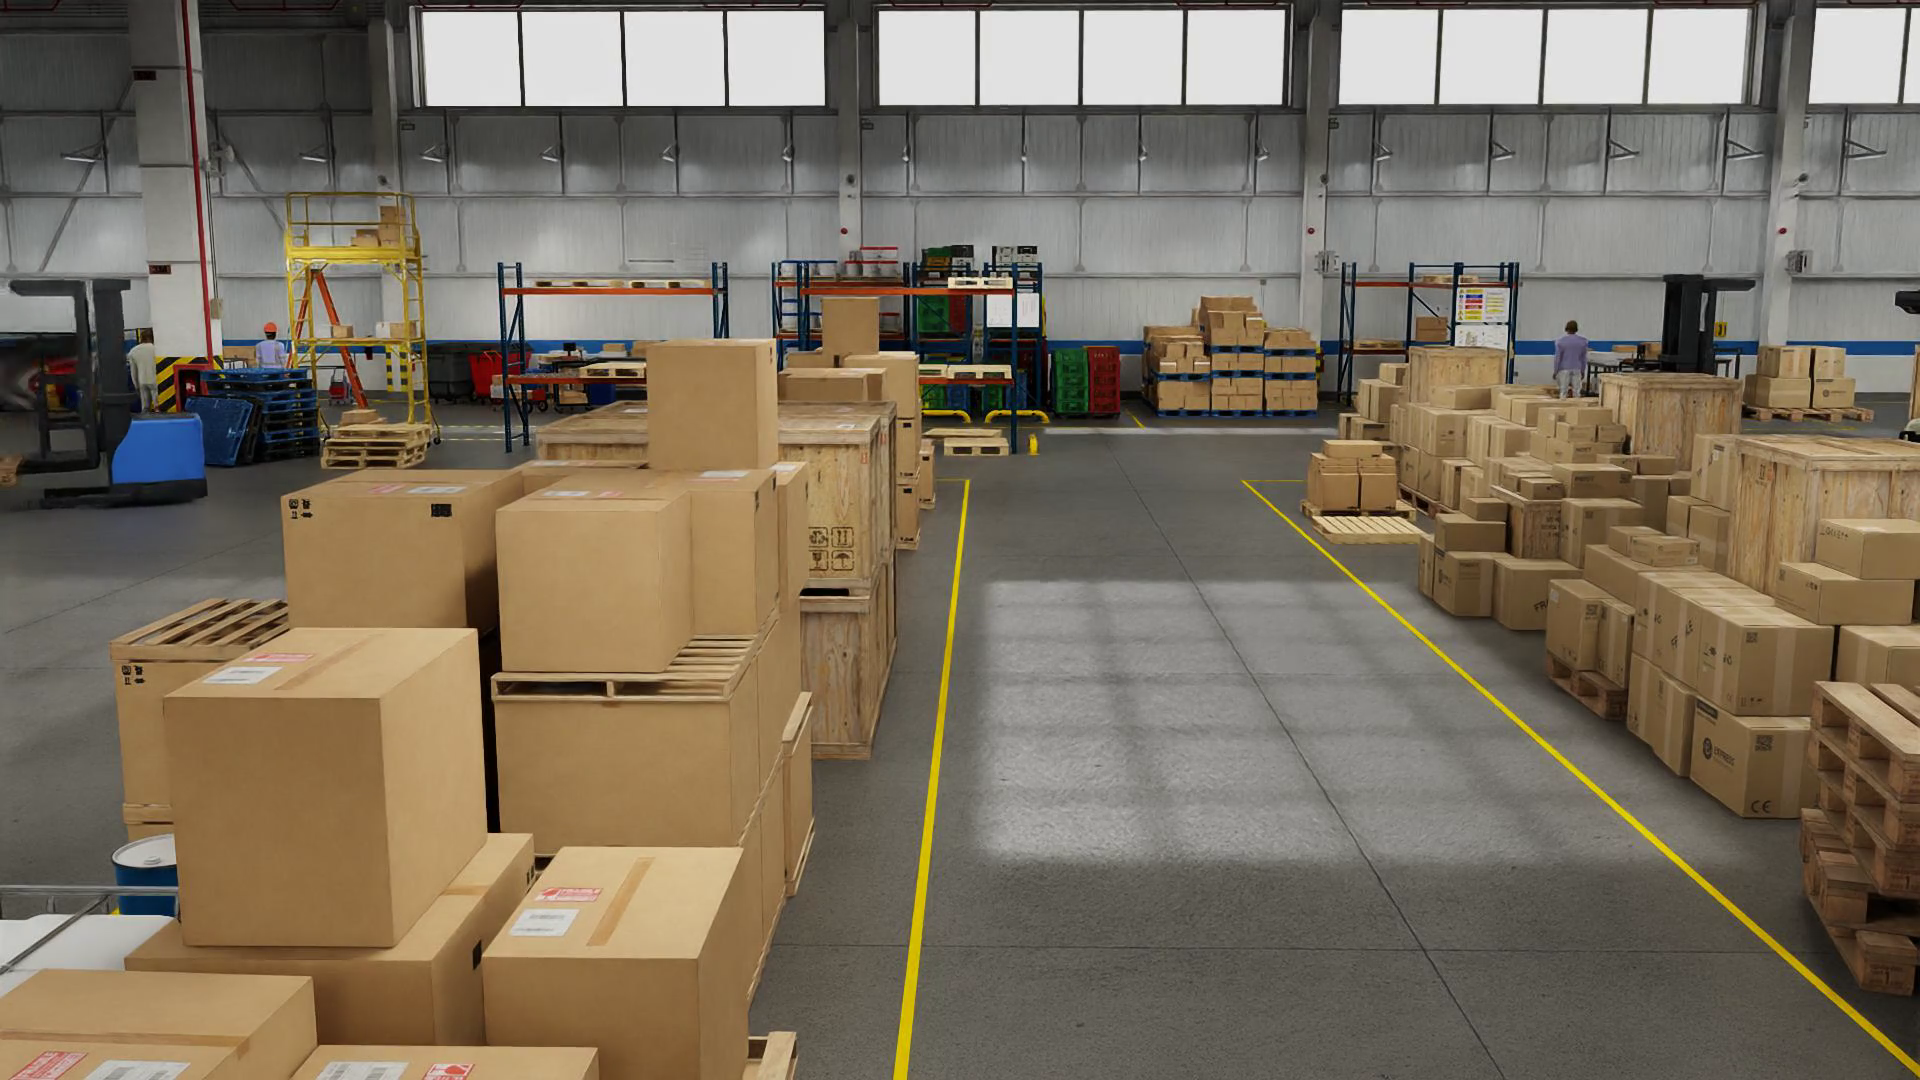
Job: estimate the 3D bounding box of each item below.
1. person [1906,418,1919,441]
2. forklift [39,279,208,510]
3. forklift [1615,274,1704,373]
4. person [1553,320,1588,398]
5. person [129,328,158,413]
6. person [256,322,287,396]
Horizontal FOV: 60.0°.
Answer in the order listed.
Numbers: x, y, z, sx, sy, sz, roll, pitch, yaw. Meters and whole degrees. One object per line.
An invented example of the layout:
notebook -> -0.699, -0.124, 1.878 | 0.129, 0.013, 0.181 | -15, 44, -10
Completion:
person -> 8.877, -0.484, 15.178 | 0.610, 1.996, 0.379 | 0, 9, 2
forklift -> -10.559, -1.870, 20.839 | 1.873, 2.768, 1.129 | -5, 11, -25
forklift -> 12.626, -3.276, 29.256 | 1.873, 2.768, 1.129 | 0, 9, 1
person -> 11.632, -3.220, 31.738 | 0.627, 1.940, 0.372 | 0, 9, 2
person -> -13.645, -2.603, 28.062 | 0.627, 1.934, 0.372 | 0, 9, 2
person -> -12.650, -3.036, 30.639 | 0.543, 1.939, 0.360 | 0, 9, 2
